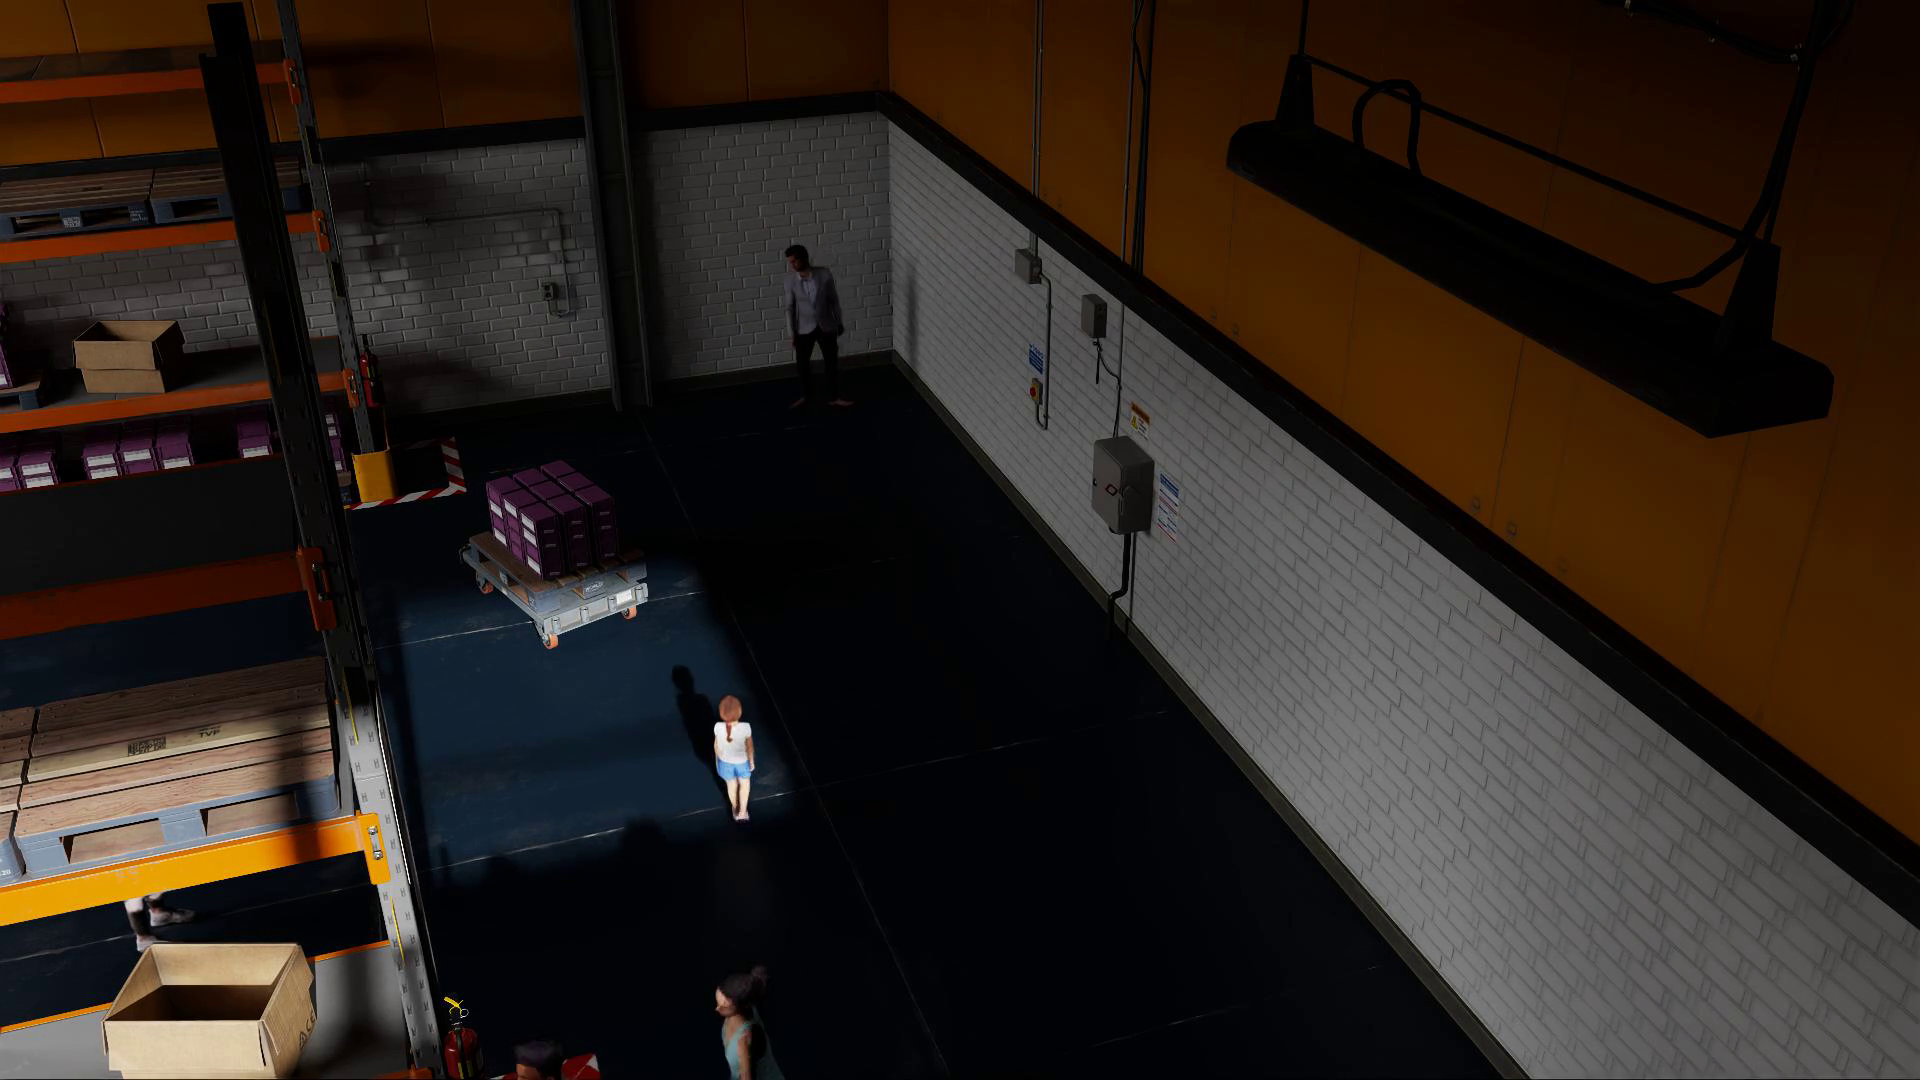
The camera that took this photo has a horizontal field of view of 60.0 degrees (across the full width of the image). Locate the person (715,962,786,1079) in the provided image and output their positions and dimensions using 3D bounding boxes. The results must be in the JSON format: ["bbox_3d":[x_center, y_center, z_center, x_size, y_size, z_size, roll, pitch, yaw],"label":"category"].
[{"bbox_3d":[-0.928,2.772,8.265,1.156,1.712,0.681,-5,29,-9],"label":"person"}]

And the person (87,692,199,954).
[{"bbox_3d":[-5.048,1.690,10.116,0.665,1.839,0.732,-1,29,-1],"label":"person"}]

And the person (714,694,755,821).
[{"bbox_3d":[-1.542,1.508,11.310,0.520,1.014,0.553,-1,29,-3],"label":"person"}]

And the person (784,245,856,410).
[{"bbox_3d":[-1.449,-2.215,17.305,0.607,1.809,0.952,-9,30,-16],"label":"person"}]

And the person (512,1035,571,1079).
[{"bbox_3d":[-1.798,2.956,7.844,0.904,1.792,1.088,24,36,36],"label":"person"}]
